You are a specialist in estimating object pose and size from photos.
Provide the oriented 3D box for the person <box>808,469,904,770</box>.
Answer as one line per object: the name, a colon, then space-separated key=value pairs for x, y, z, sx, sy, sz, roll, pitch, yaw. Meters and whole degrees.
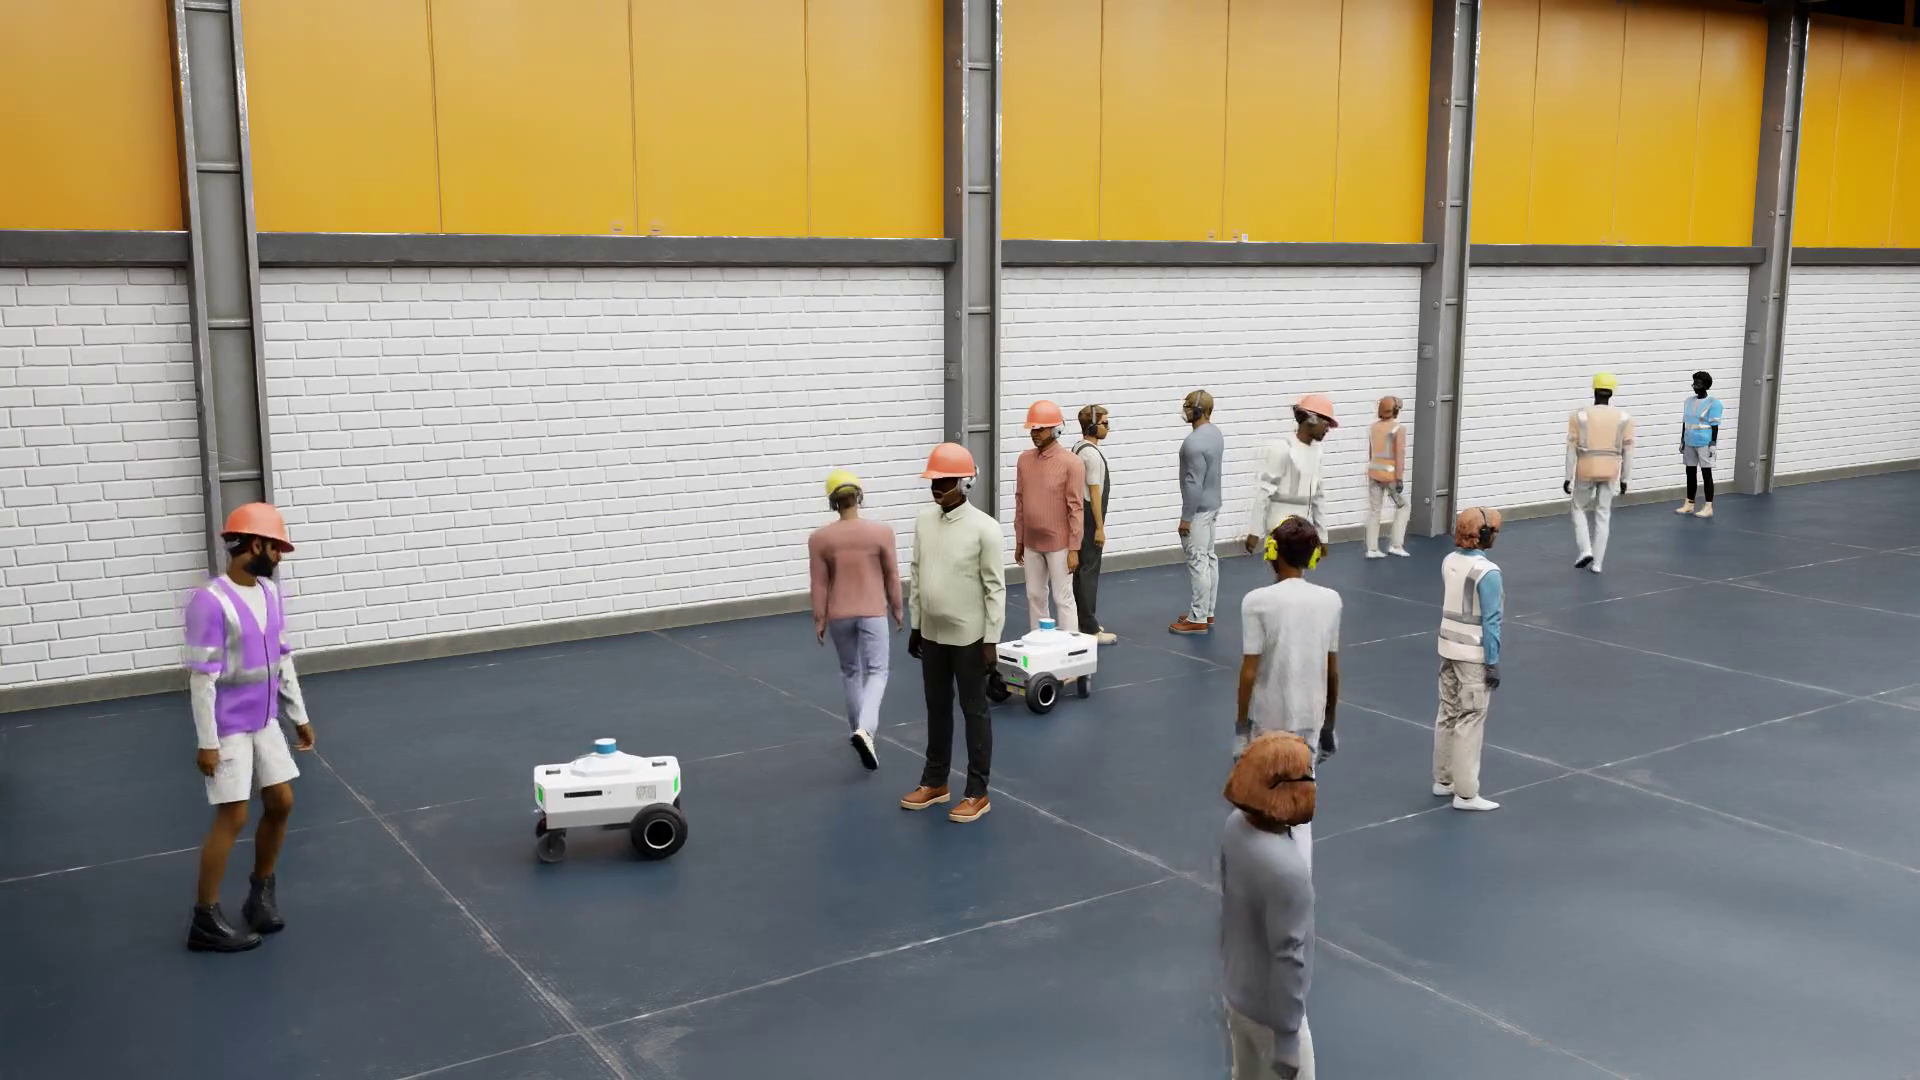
person: x=-0.618 y=0.459 z=9.694 sx=0.561 sy=1.717 sz=0.743 roll=1 pitch=9 yaw=5

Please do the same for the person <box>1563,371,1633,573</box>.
person: x=6.027 y=-0.638 z=15.739 sx=0.607 sy=1.907 sz=0.426 roll=2 pitch=10 yaw=9

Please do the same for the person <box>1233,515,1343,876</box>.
person: x=1.435 y=0.815 z=7.243 sx=0.544 sy=1.831 sz=0.459 roll=-3 pitch=10 yaw=-16

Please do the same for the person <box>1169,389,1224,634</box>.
person: x=1.880 y=-0.224 z=13.162 sx=0.372 sy=1.940 sz=0.631 roll=4 pitch=10 yaw=23

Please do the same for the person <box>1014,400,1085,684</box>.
person: x=0.600 y=0.015 z=11.587 sx=0.407 sy=1.987 sz=0.614 roll=-9 pitch=13 yaw=-44

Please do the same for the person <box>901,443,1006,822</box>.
person: x=-0.040 y=0.480 z=8.752 sx=0.610 sy=1.996 sz=0.384 roll=8 pitch=13 yaw=41

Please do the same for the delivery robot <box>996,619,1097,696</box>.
delivery robot: x=0.582 y=0.768 z=11.067 sx=0.707 sy=0.478 sz=0.477 roll=-8 pitch=12 yaw=-39

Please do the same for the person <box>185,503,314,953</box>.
person: x=-3.104 y=0.788 z=7.208 sx=0.391 sy=1.891 sz=0.595 roll=2 pitch=10 yaw=13

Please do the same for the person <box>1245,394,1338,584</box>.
person: x=2.414 y=-0.057 z=12.030 sx=0.627 sy=1.977 sz=0.701 roll=7 pitch=12 yaw=38

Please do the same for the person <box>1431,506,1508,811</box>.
person: x=2.731 y=0.630 z=8.938 sx=0.312 sy=1.633 sz=0.517 roll=-2 pitch=10 yaw=-11

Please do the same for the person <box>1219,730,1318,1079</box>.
person: x=0.814 y=1.331 z=4.780 sx=0.640 sy=1.615 sz=0.503 roll=-1 pitch=10 yaw=-9

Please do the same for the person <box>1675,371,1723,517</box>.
person: x=8.562 y=-1.113 z=19.264 sx=0.319 sy=1.691 sz=0.535 roll=-4 pitch=10 yaw=-21

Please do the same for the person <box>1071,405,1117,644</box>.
person: x=1.011 y=-0.124 z=12.841 sx=0.345 sy=1.846 sz=0.506 roll=-2 pitch=10 yaw=-13

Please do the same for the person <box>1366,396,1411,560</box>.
person: x=4.257 y=-0.613 z=16.436 sx=0.553 sy=1.616 sz=0.555 roll=-5 pitch=11 yaw=-28

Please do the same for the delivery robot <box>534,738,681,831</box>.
delivery robot: x=-1.756 y=1.232 z=8.270 sx=0.707 sy=0.478 sz=0.477 roll=-3 pitch=10 yaw=-14
